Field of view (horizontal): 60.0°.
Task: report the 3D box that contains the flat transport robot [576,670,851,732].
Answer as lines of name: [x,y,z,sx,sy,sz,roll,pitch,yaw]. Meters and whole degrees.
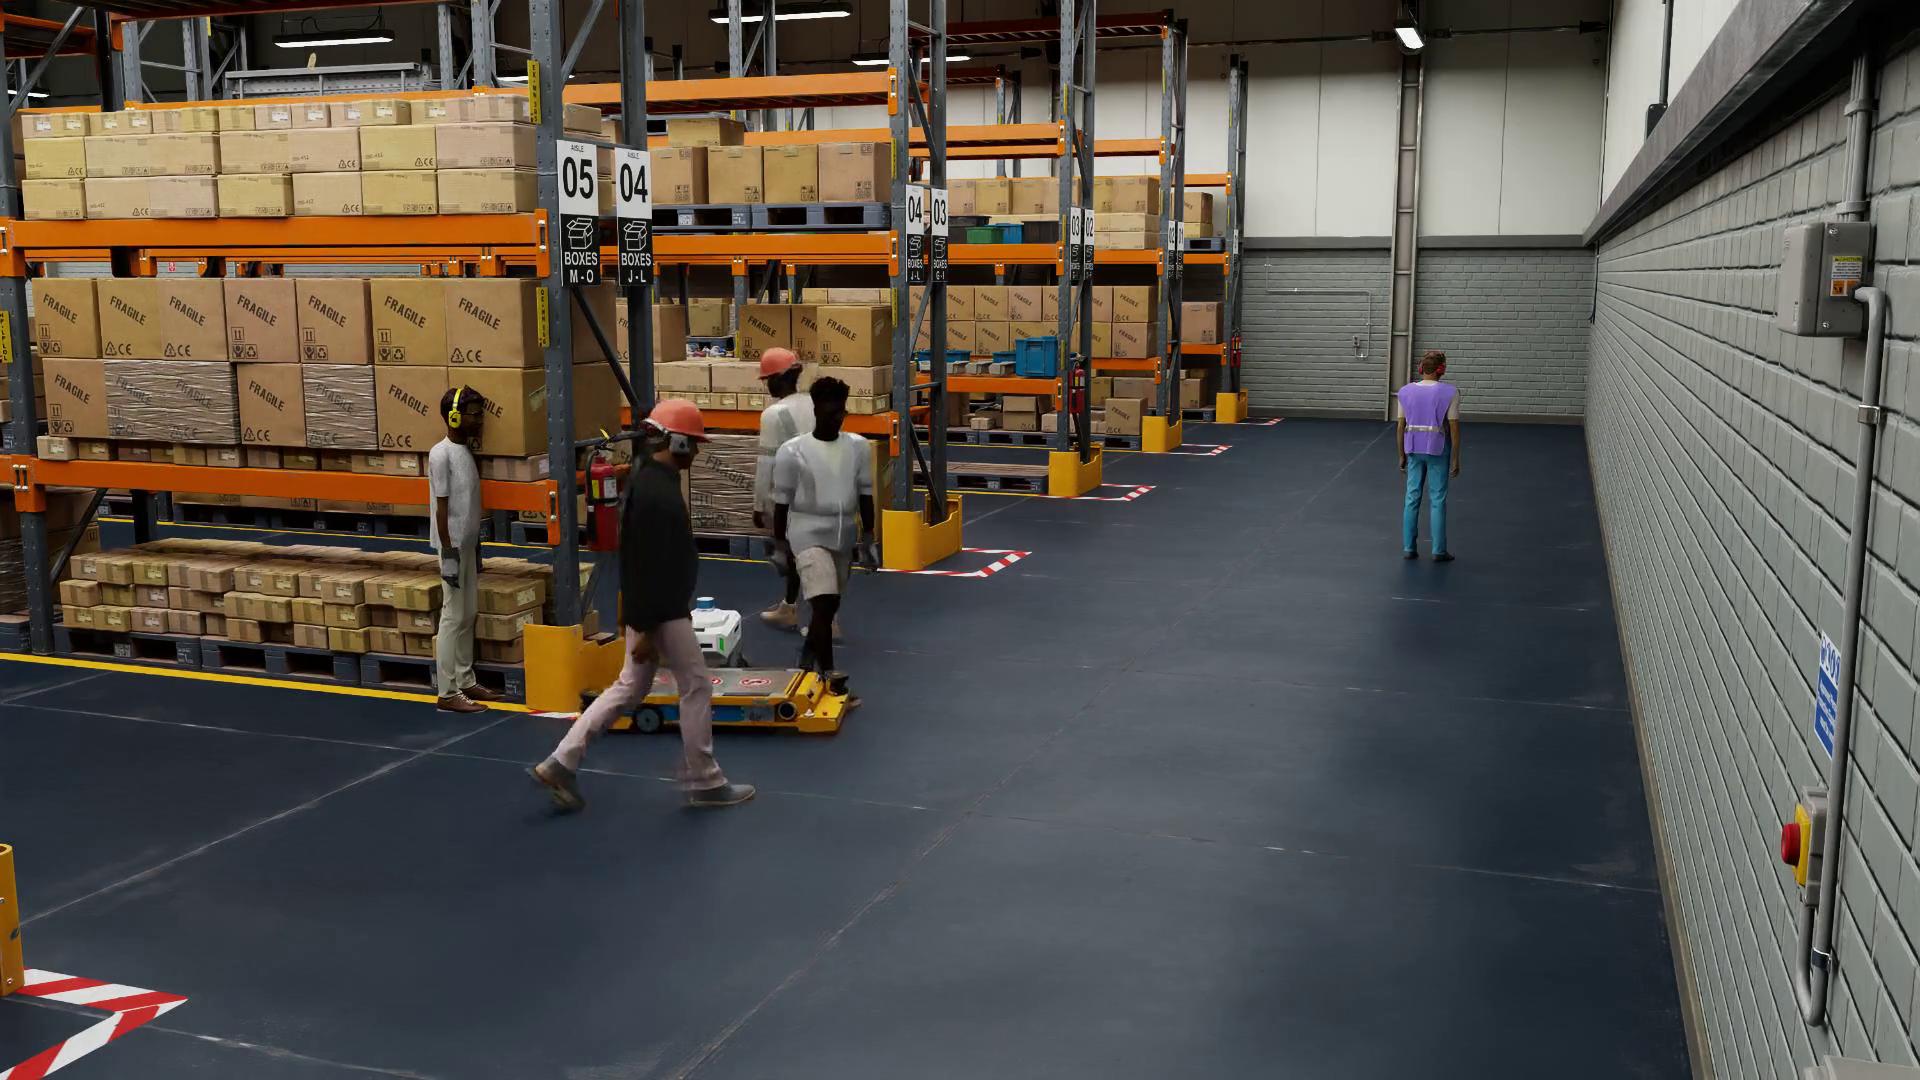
flat transport robot: [-1.360,0.884,9.311,1.431,0.197,0.652,0,9,3]

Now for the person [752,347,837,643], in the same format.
person: [-1.206,-0.305,11.339,0.901,2.000,0.634,6,11,34]

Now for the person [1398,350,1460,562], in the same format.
person: [4.068,-0.724,14.471,0.564,1.839,0.390,7,11,36]

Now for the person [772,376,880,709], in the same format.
person: [-0.816,-0.013,9.802,0.612,1.934,0.896,-6,11,-35]

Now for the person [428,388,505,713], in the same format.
person: [-2.850,0.061,9.524,0.333,1.858,0.510,0,9,3]

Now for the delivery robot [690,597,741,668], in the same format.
delivery robot: [-1.525,0.587,9.992,0.477,0.478,0.707,0,9,0]

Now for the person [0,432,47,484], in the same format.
person: [-8.191,-0.793,14.412,0.397,1.992,0.623,7,11,36]

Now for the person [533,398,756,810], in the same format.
person: [-1.478,0.318,7.661,0.962,1.948,0.617,-3,10,-20]
